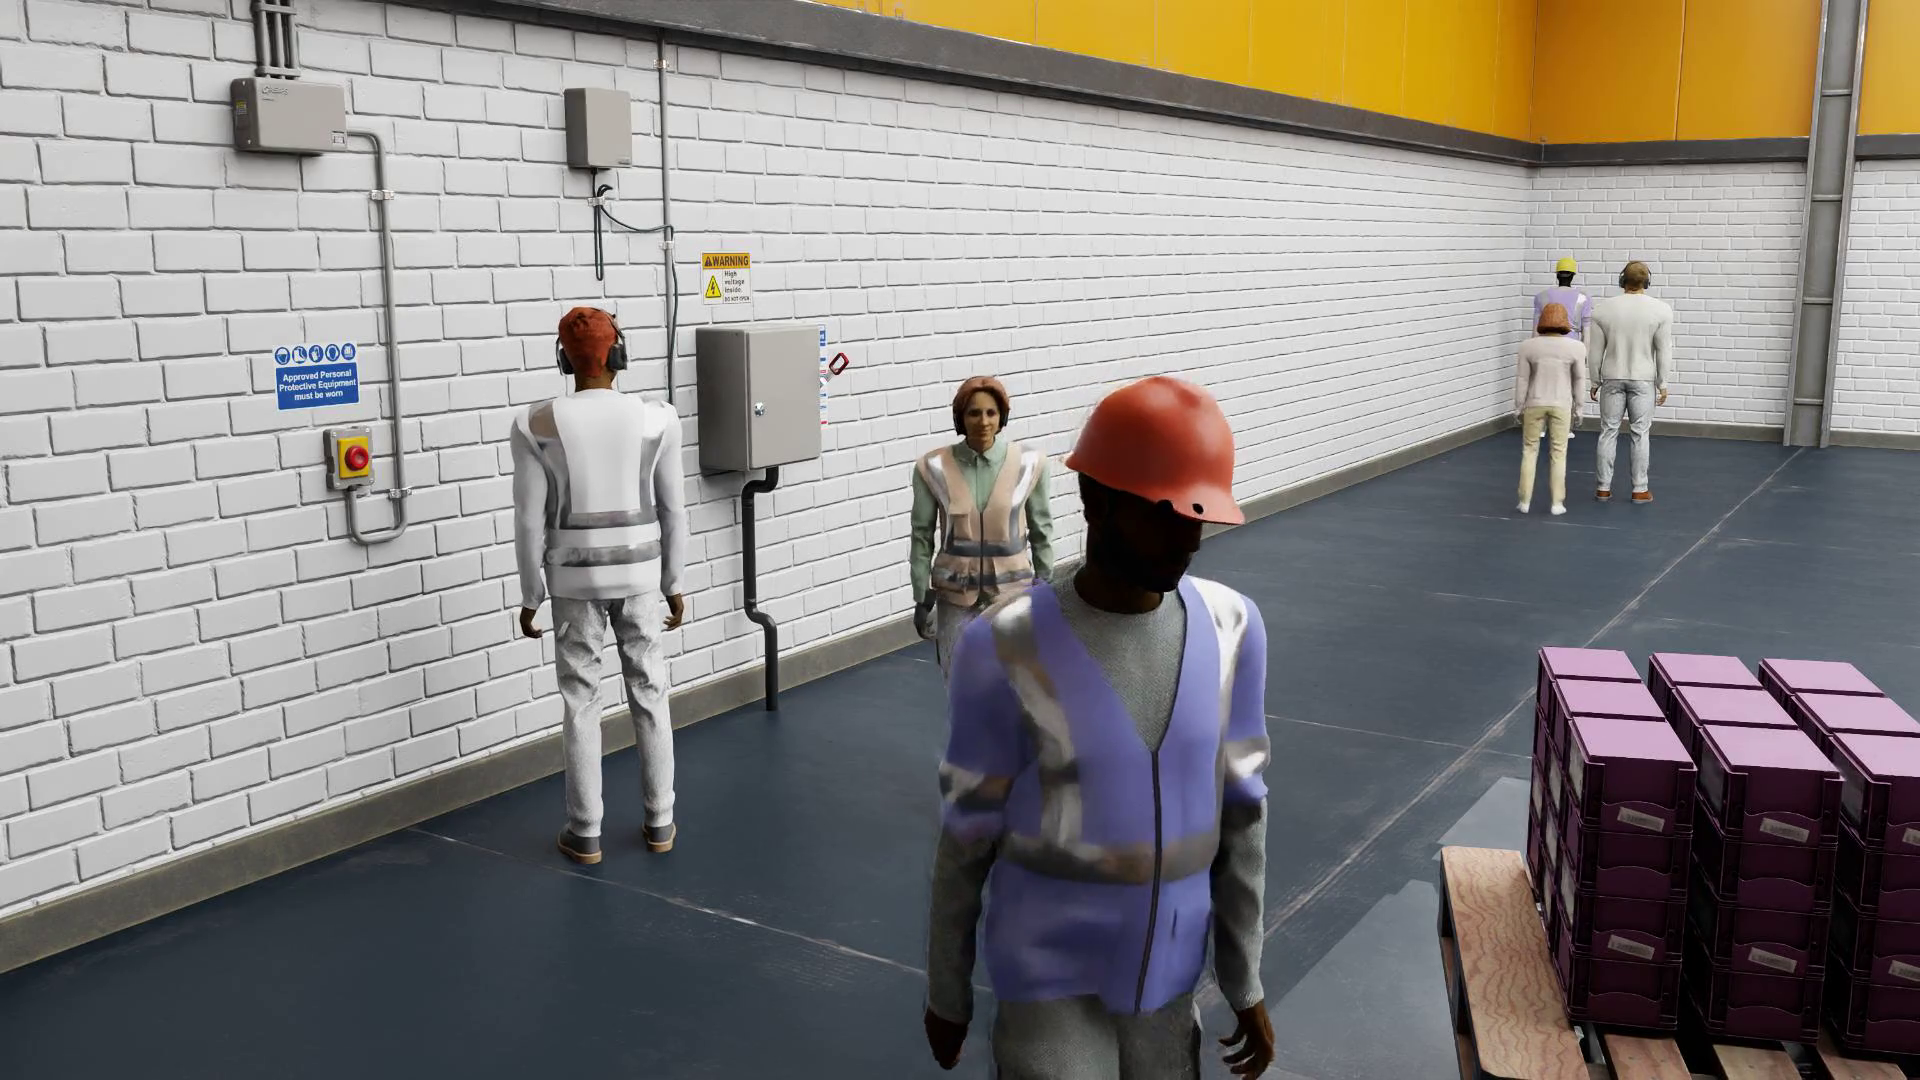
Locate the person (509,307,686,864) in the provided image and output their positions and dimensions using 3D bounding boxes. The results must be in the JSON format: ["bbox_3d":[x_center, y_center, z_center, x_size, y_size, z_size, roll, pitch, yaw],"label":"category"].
[{"bbox_3d":[-1.209,0.159,5.630,0.574,1.881,0.357,-4,11,-21],"label":"person"}]

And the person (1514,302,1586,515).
[{"bbox_3d":[4.515,-1.004,12.762,0.504,1.633,0.291,4,11,23],"label":"person"}]

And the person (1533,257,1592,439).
[{"bbox_3d":[6.362,-2.025,17.635,0.582,1.918,0.388,3,11,19],"label":"person"}]

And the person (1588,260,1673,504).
[{"bbox_3d":[5.354,-1.258,13.319,0.632,1.940,0.368,6,12,31],"label":"person"}]

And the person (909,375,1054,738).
[{"bbox_3d":[0.079,0.222,5.985,0.516,1.629,0.389,0,10,3],"label":"person"}]

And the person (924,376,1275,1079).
[{"bbox_3d":[0.194,0.663,2.791,0.551,1.907,0.803,-5,11,-24],"label":"person"}]
